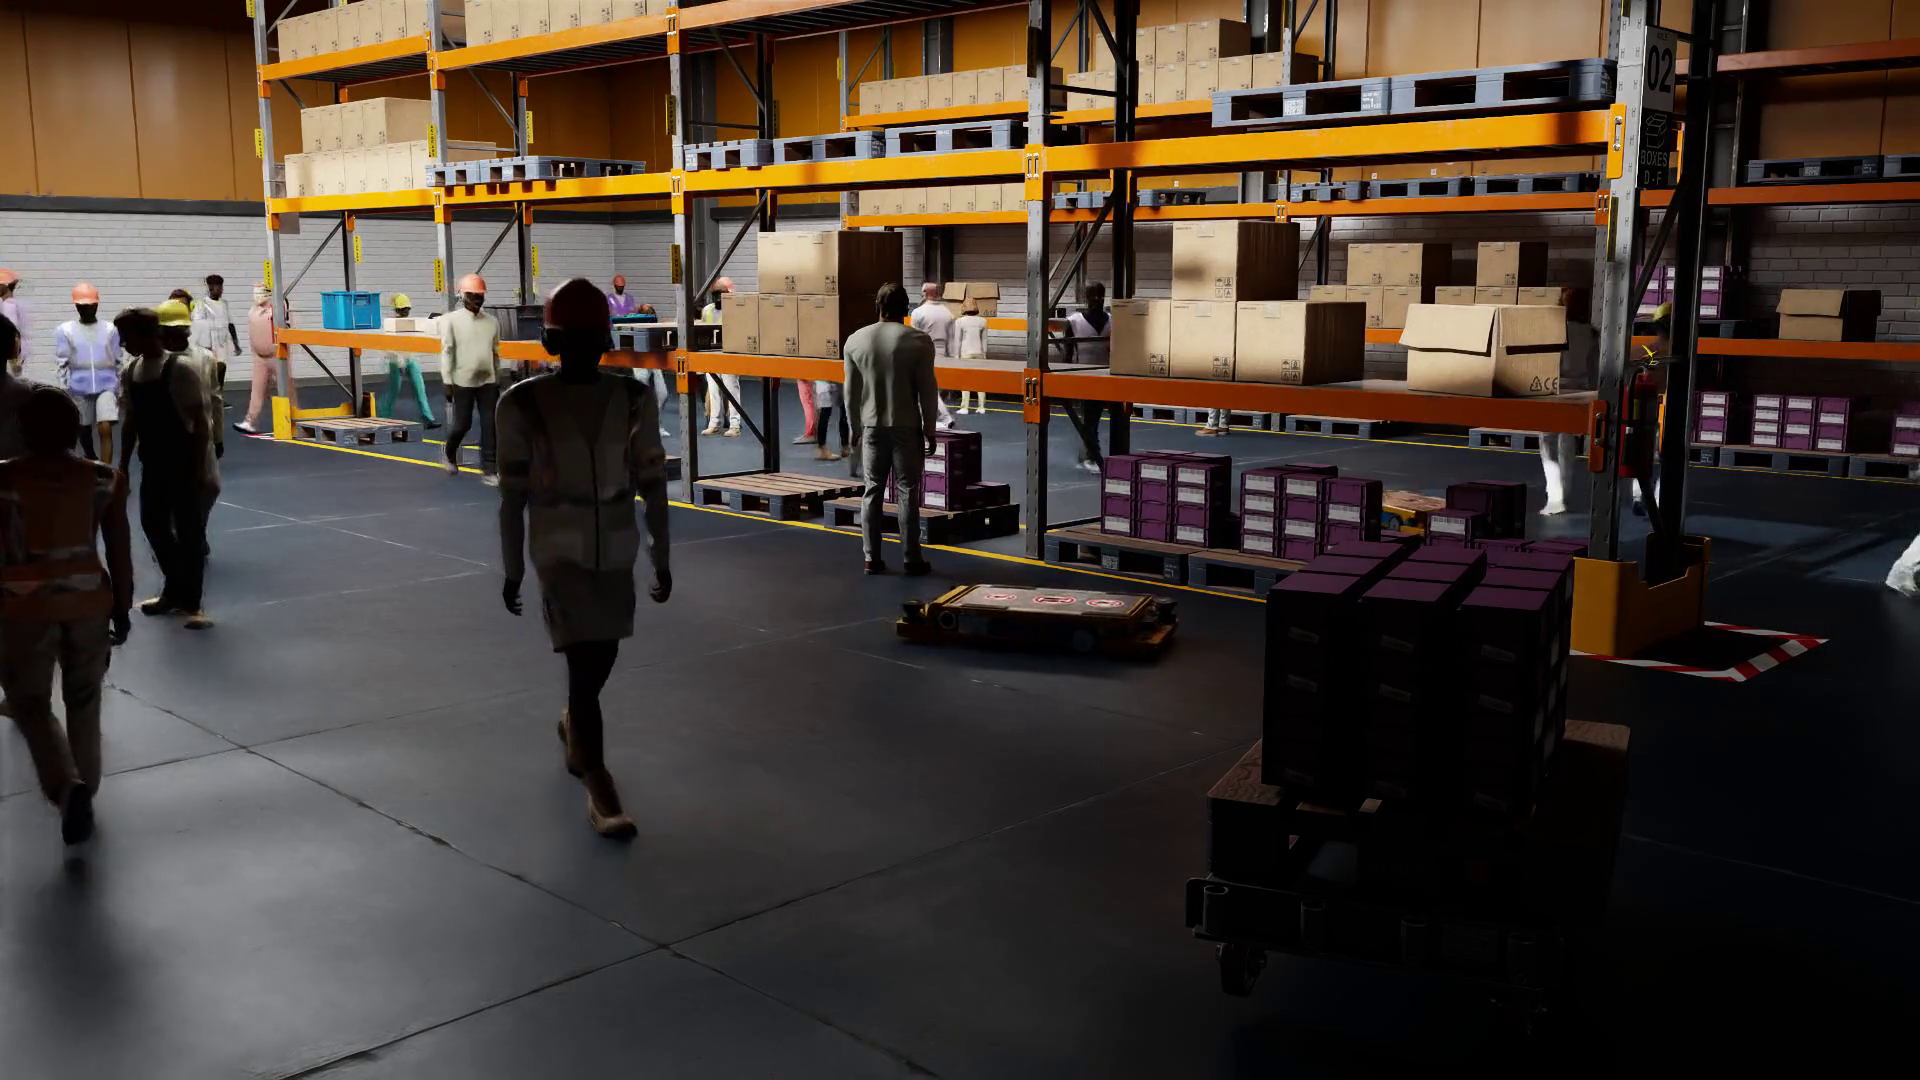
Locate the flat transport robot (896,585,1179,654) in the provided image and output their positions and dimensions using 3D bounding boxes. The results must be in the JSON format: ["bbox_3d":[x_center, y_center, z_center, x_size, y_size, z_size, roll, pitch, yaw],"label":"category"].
[{"bbox_3d":[0.430,0.416,9.069,1.431,0.197,0.652,3,10,17],"label":"flat transport robot"}]

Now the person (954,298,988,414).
[{"bbox_3d":[0.153,-2.566,23.234,0.496,1.625,0.285,-4,10,-24],"label":"person"}]

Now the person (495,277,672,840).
[{"bbox_3d":[-1.421,0.021,6.238,0.617,2.005,1.030,-5,11,-30],"label":"person"}]

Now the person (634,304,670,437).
[{"bbox_3d":[-3.681,-1.997,19.765,0.465,1.613,0.501,6,11,34],"label":"person"}]

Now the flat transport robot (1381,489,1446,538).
[{"bbox_3d":[3.470,-0.222,12.983,0.652,0.197,1.431,-4,10,-21],"label":"flat transport robot"}]

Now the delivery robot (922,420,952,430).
[{"bbox_3d":[-0.278,-1.015,16.695,0.477,0.478,0.707,-7,12,-36],"label":"delivery robot"}]

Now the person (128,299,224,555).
[{"bbox_3d":[-5.298,-0.717,11.285,0.618,1.819,0.523,-8,12,-41],"label":"person"}]

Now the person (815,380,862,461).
[{"bbox_3d":[-1.255,-1.661,17.461,0.567,1.680,0.554,2,10,14],"label":"person"}]

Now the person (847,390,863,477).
[{"bbox_3d":[-0.846,-1.417,16.222,0.564,1.614,0.334,-3,10,-16],"label":"person"}]

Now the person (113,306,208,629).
[{"bbox_3d":[-4.528,-0.423,9.497,0.713,1.820,0.467,4,10,21],"label":"person"}]

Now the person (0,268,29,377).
[{"bbox_3d":[-11.304,-2.230,19.932,0.544,2.027,0.615,-3,10,-19],"label":"person"}]

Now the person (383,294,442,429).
[{"bbox_3d":[-6.976,-2.233,20.913,0.908,1.709,0.539,5,10,26],"label":"person"}]

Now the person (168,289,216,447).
[{"bbox_3d":[-7.559,-1.538,16.329,0.538,1.822,0.991,-1,9,-9],"label":"person"}]

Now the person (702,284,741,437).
[{"bbox_3d":[-2.883,-2.168,20.113,0.635,1.841,0.429,5,10,27],"label":"person"}]

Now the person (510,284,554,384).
[{"bbox_3d":[-4.928,-2.066,19.352,0.780,1.888,0.616,7,12,37],"label":"person"}]

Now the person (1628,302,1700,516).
[{"bbox_3d":[5.629,-1.024,13.334,0.532,1.751,0.370,8,12,40],"label":"person"}]

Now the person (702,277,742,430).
[{"bbox_3d":[-2.963,-2.324,20.851,0.556,1.924,0.435,-7,12,-38],"label":"person"}]

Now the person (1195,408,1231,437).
[{"bbox_3d":[3.091,-2.212,20.101,0.373,1.936,0.629,9,13,42],"label":"person"}]

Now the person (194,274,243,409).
[{"bbox_3d":[-10.672,-2.838,23.894,0.436,1.944,0.629,2,10,15],"label":"person"}]

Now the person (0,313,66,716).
[{"bbox_3d":[-4.201,-0.094,7.385,0.607,1.854,0.511,7,12,36],"label":"person"}]

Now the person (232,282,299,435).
[{"bbox_3d":[-8.444,-2.202,20.264,0.655,1.850,0.998,2,10,14],"label":"person"}]

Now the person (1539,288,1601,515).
[{"bbox_3d":[4.968,-1.125,13.713,0.608,1.878,0.601,-2,9,-11],"label":"person"}]

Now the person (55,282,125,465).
[{"bbox_3d":[-7.953,-1.405,15.246,0.556,1.909,0.881,-5,10,-27],"label":"person"}]

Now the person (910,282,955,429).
[{"bbox_3d":[-0.356,-2.232,20.428,0.954,1.868,0.662,9,13,42],"label":"person"}]

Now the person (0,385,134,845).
[{"bbox_3d":[-3.190,0.263,5.895,0.521,1.617,0.668,-8,12,-40],"label":"person"}]

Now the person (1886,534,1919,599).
[{"bbox_3d":[5.989,-0.420,9.894,0.501,1.682,0.926,-6,11,-34],"label":"person"}]

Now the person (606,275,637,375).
[{"bbox_3d":[-6.171,-3.875,30.387,0.571,1.905,0.768,-6,11,-34],"label":"person"}]

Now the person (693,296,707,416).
[{"bbox_3d":[-3.614,-2.528,22.887,0.861,1.656,0.539,7,12,37],"label":"person"}]

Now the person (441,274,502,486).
[{"bbox_3d":[-4.595,-1.502,15.616,0.626,1.978,0.741,-8,12,-41],"label":"person"}]

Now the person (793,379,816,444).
[{"bbox_3d":[-1.839,-1.988,19.244,0.326,1.767,0.533,0,9,-3],"label":"person"}]

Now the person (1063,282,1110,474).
[{"bbox_3d":[1.379,-1.591,16.447,0.594,1.882,0.897,-4,10,-25],"label":"person"}]

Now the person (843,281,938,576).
[{"bbox_3d":[-0.446,-0.725,10.970,0.635,1.939,0.362,2,10,15],"label":"person"}]
